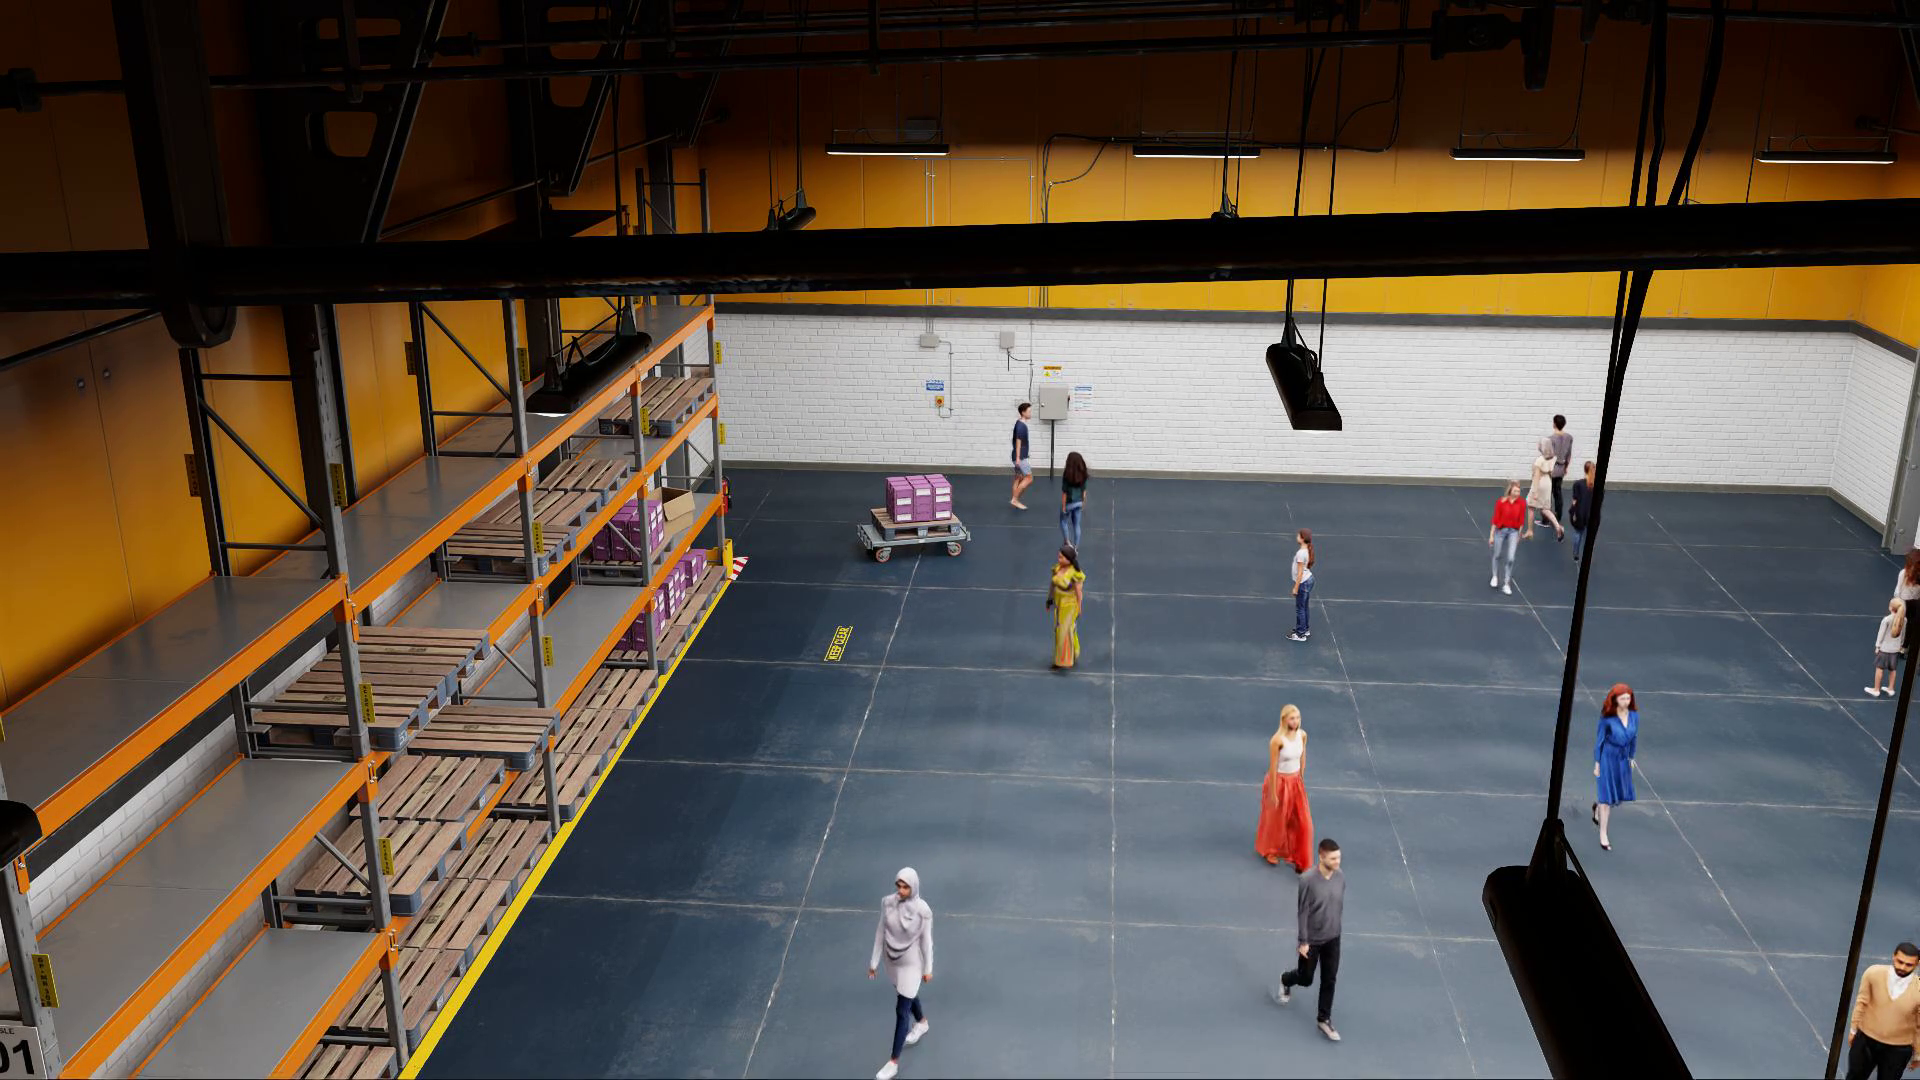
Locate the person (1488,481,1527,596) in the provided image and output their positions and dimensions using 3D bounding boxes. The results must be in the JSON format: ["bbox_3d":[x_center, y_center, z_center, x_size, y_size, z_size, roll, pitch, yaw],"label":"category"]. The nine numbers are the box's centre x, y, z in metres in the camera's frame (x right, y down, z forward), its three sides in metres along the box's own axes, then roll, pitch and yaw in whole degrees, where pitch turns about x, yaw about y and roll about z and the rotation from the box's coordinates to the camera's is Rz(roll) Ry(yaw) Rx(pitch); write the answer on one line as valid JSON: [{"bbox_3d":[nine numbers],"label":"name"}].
[{"bbox_3d":[7.947,-0.087,24.239,0.679,1.672,0.906,4,19,12],"label":"person"}]

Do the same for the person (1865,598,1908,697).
[{"bbox_3d":[11.563,1.320,20.685,0.554,1.274,0.575,-3,19,-8],"label":"person"}]

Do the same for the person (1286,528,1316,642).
[{"bbox_3d":[4.624,0.576,22.444,0.678,1.562,0.577,10,21,28],"label":"person"}]

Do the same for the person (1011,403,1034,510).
[{"bbox_3d":[0.933,-1.404,27.902,0.668,1.831,0.537,2,19,6],"label":"person"}]

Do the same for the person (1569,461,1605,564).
[{"bbox_3d":[9.405,-0.327,24.990,0.786,1.648,1.176,7,20,19],"label":"person"}]

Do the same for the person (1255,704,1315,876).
[{"bbox_3d":[3.172,2.435,16.588,0.978,1.777,1.143,-9,21,-25],"label":"person"}]

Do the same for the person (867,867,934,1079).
[{"bbox_3d":[-0.426,3.464,13.632,0.965,1.713,1.178,12,22,31],"label":"person"}]

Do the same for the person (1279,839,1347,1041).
[{"bbox_3d":[2.989,3.309,14.035,0.885,1.749,1.067,-8,20,-21],"label":"person"}]

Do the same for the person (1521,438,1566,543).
[{"bbox_3d":[9.195,-0.732,26.090,0.994,1.713,1.131,-11,22,-30],"label":"person"}]

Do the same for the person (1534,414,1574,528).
[{"bbox_3d":[9.676,-1.133,27.066,0.751,1.852,0.717,-8,20,-22],"label":"person"}]

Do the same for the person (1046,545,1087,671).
[{"bbox_3d":[1.443,0.843,21.533,1.051,1.638,0.990,-14,23,-35],"label":"person"}]

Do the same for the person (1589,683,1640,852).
[{"bbox_3d":[6.635,2.278,16.999,0.751,1.811,0.865,-4,19,-12],"label":"person"}]

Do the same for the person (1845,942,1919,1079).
[{"bbox_3d":[7.037,3.781,12.643,0.793,1.743,0.824,14,23,36],"label":"person"}]

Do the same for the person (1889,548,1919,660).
[{"bbox_3d":[12.421,0.856,21.750,0.594,1.475,0.674,0,19,0],"label":"person"}]

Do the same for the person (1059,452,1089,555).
[{"bbox_3d":[1.779,-0.545,25.707,0.724,1.603,0.769,-7,20,-20],"label":"person"}]
